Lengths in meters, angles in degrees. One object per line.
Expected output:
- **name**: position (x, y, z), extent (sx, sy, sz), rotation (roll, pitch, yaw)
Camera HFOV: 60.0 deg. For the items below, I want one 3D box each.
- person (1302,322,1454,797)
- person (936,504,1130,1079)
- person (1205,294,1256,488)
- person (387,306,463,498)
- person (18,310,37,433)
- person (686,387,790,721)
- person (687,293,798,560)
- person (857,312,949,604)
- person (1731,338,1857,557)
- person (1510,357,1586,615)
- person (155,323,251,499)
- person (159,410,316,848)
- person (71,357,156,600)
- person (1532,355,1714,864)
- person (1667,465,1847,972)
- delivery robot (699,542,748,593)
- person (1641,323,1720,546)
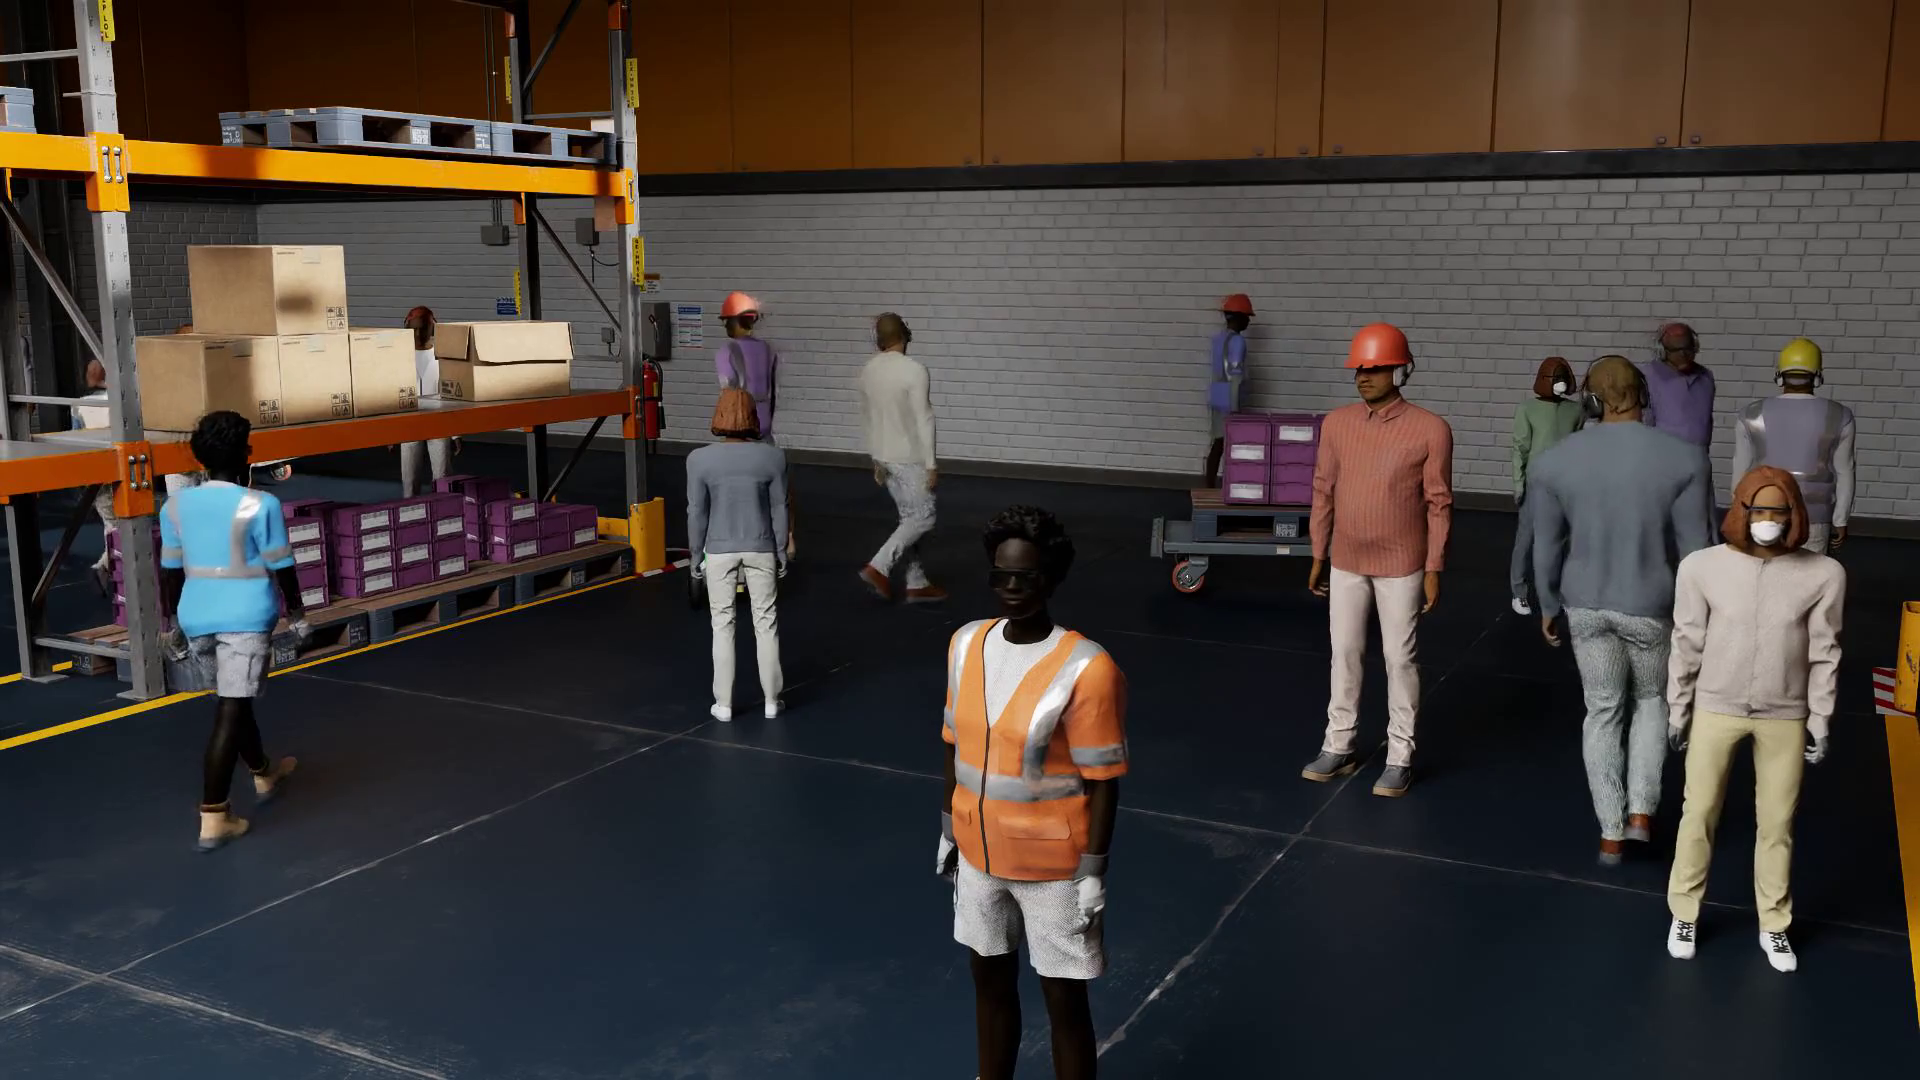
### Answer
- **person**: position (1.748, 0.084, 7.020), extent (0.623, 1.992, 0.396), rotation (8, 13, 40)
- **person**: position (0.151, 0.754, 3.996), extent (0.540, 1.700, 0.315), rotation (9, 13, 41)
- **person**: position (2.524, -1.223, 14.817), extent (0.783, 1.910, 0.572), rotation (-2, 10, -14)
- **person**: position (-4.020, -0.807, 12.499), extent (0.575, 1.885, 0.355), rotation (-2, 10, -11)
- **person**: position (-9.247, -1.419, 16.206), extent (0.592, 1.829, 0.404), rotation (3, 10, 18)
- **person**: position (-1.076, 0.074, 8.120), extent (0.501, 1.633, 0.285), rotation (-1, 10, -9)
- **person**: position (-1.612, -0.843, 12.429), extent (1.049, 1.984, 0.638), rotation (8, 12, 37)
- **person**: position (-0.375, -0.504, 10.701), extent (0.628, 1.901, 0.654), rotation (-7, 12, -35)
- **person**: position (4.422, -0.152, 8.851), extent (0.590, 1.836, 0.404), rotation (6, 11, 30)
- **person**: position (3.719, -0.341, 10.530), extent (0.500, 1.632, 0.284), rotation (-3, 10, -15)
- **person**: position (-4.889, -0.474, 10.729), extent (0.625, 1.836, 0.428), rotation (-1, 10, -5)
- **person**: position (-2.830, 0.317, 6.600), extent (0.535, 1.657, 0.845), rotation (3, 10, 17)
- **person**: position (-5.567, -0.394, 10.866), extent (0.511, 1.616, 0.588), rotation (2, 10, 9)
- **person**: position (2.480, 0.267, 6.235), extent (0.693, 1.898, 0.436), rotation (6, 11, 30)
- **person**: position (2.517, 0.567, 5.303), extent (0.495, 1.626, 0.285), rotation (3, 10, 19)
- **delivery robot**: position (-1.545, 0.082, 10.928), extent (0.477, 0.478, 0.707), rotation (-2, 10, -11)
- **person**: position (4.536, -0.428, 10.429), extent (0.684, 1.843, 0.970), rotation (-3, 10, -17)
